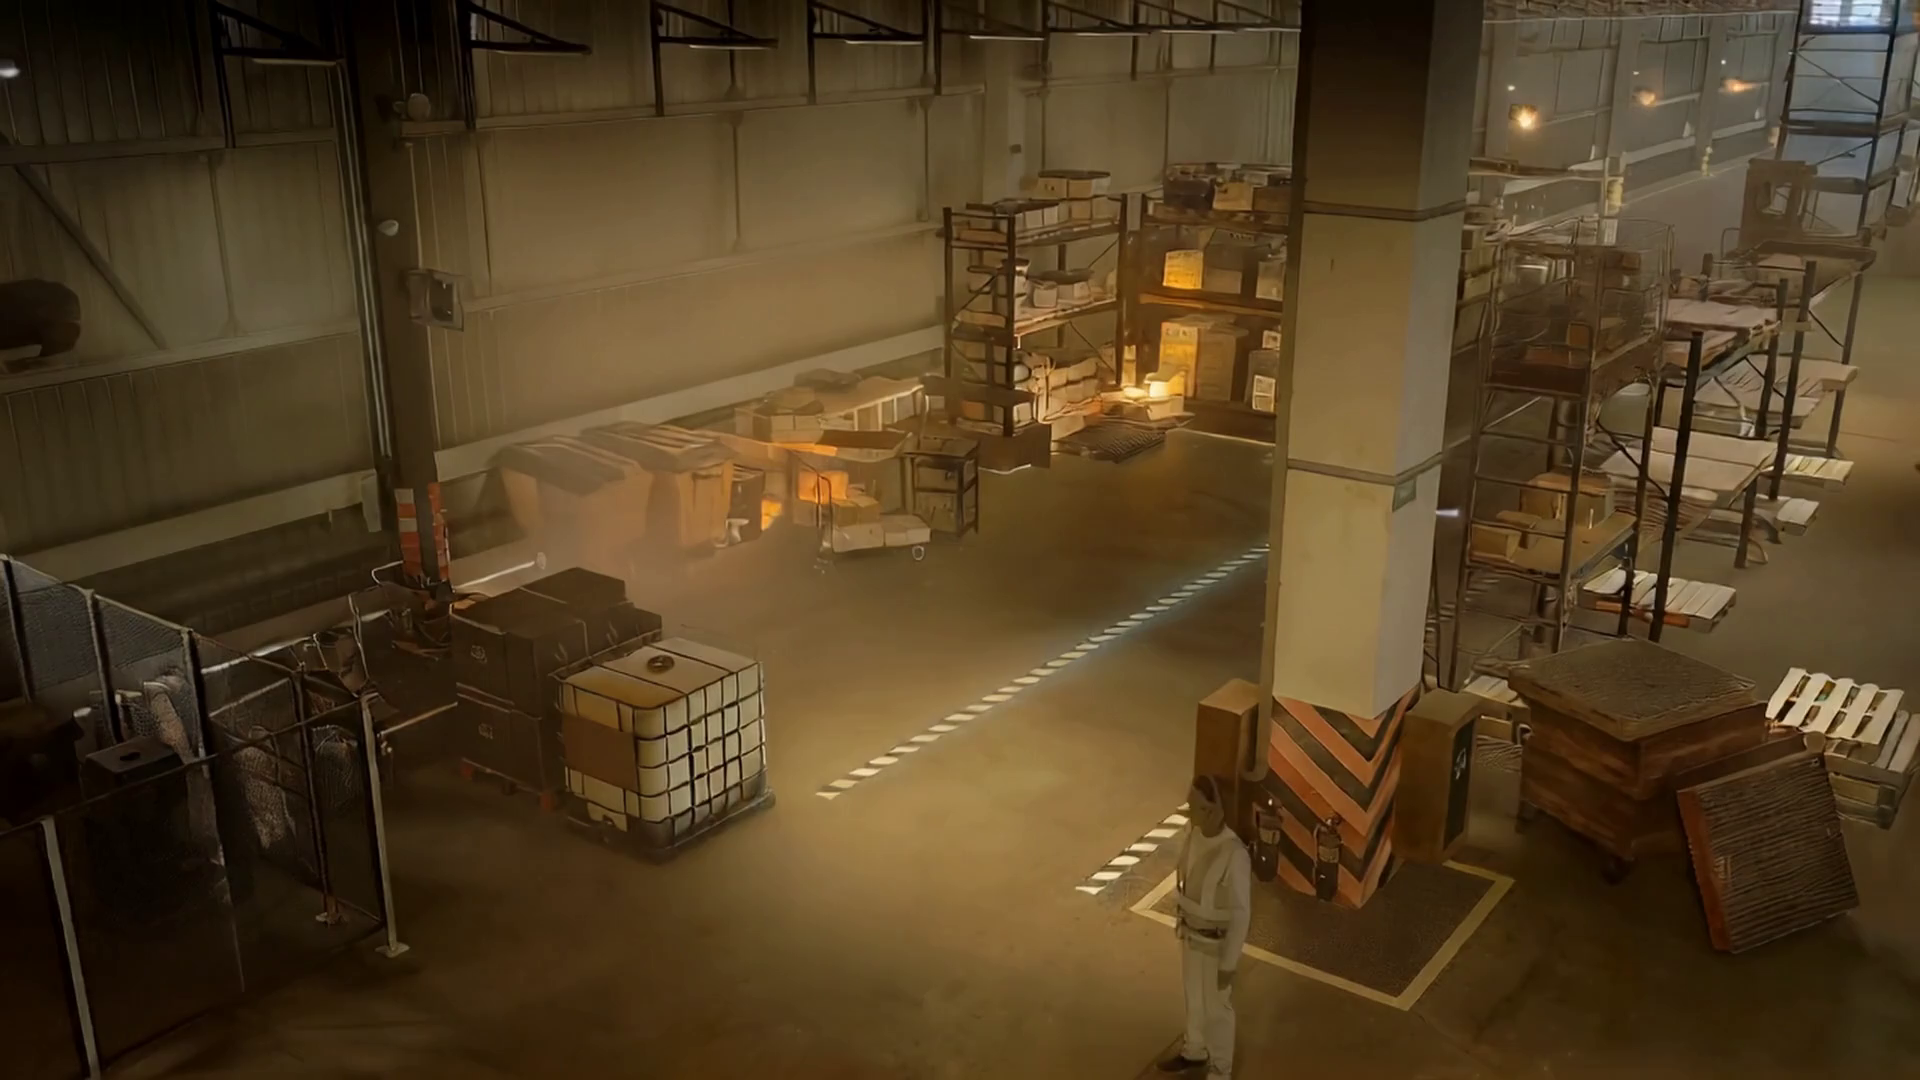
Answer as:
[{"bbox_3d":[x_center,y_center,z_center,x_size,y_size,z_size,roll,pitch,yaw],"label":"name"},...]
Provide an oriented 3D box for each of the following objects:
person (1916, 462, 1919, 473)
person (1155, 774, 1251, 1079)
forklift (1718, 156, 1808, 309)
[{"bbox_3d":[11.885,-1.529,19.872,0.651,1.882,1.003,-3,18,-8],"label":"person"},{"bbox_3d":[1.298,2.095,8.781,0.339,1.882,0.584,-7,19,-19],"label":"person"},{"bbox_3d":[15.228,-5.792,31.346,1.129,2.768,1.873,13,22,34],"label":"forklift"}]
